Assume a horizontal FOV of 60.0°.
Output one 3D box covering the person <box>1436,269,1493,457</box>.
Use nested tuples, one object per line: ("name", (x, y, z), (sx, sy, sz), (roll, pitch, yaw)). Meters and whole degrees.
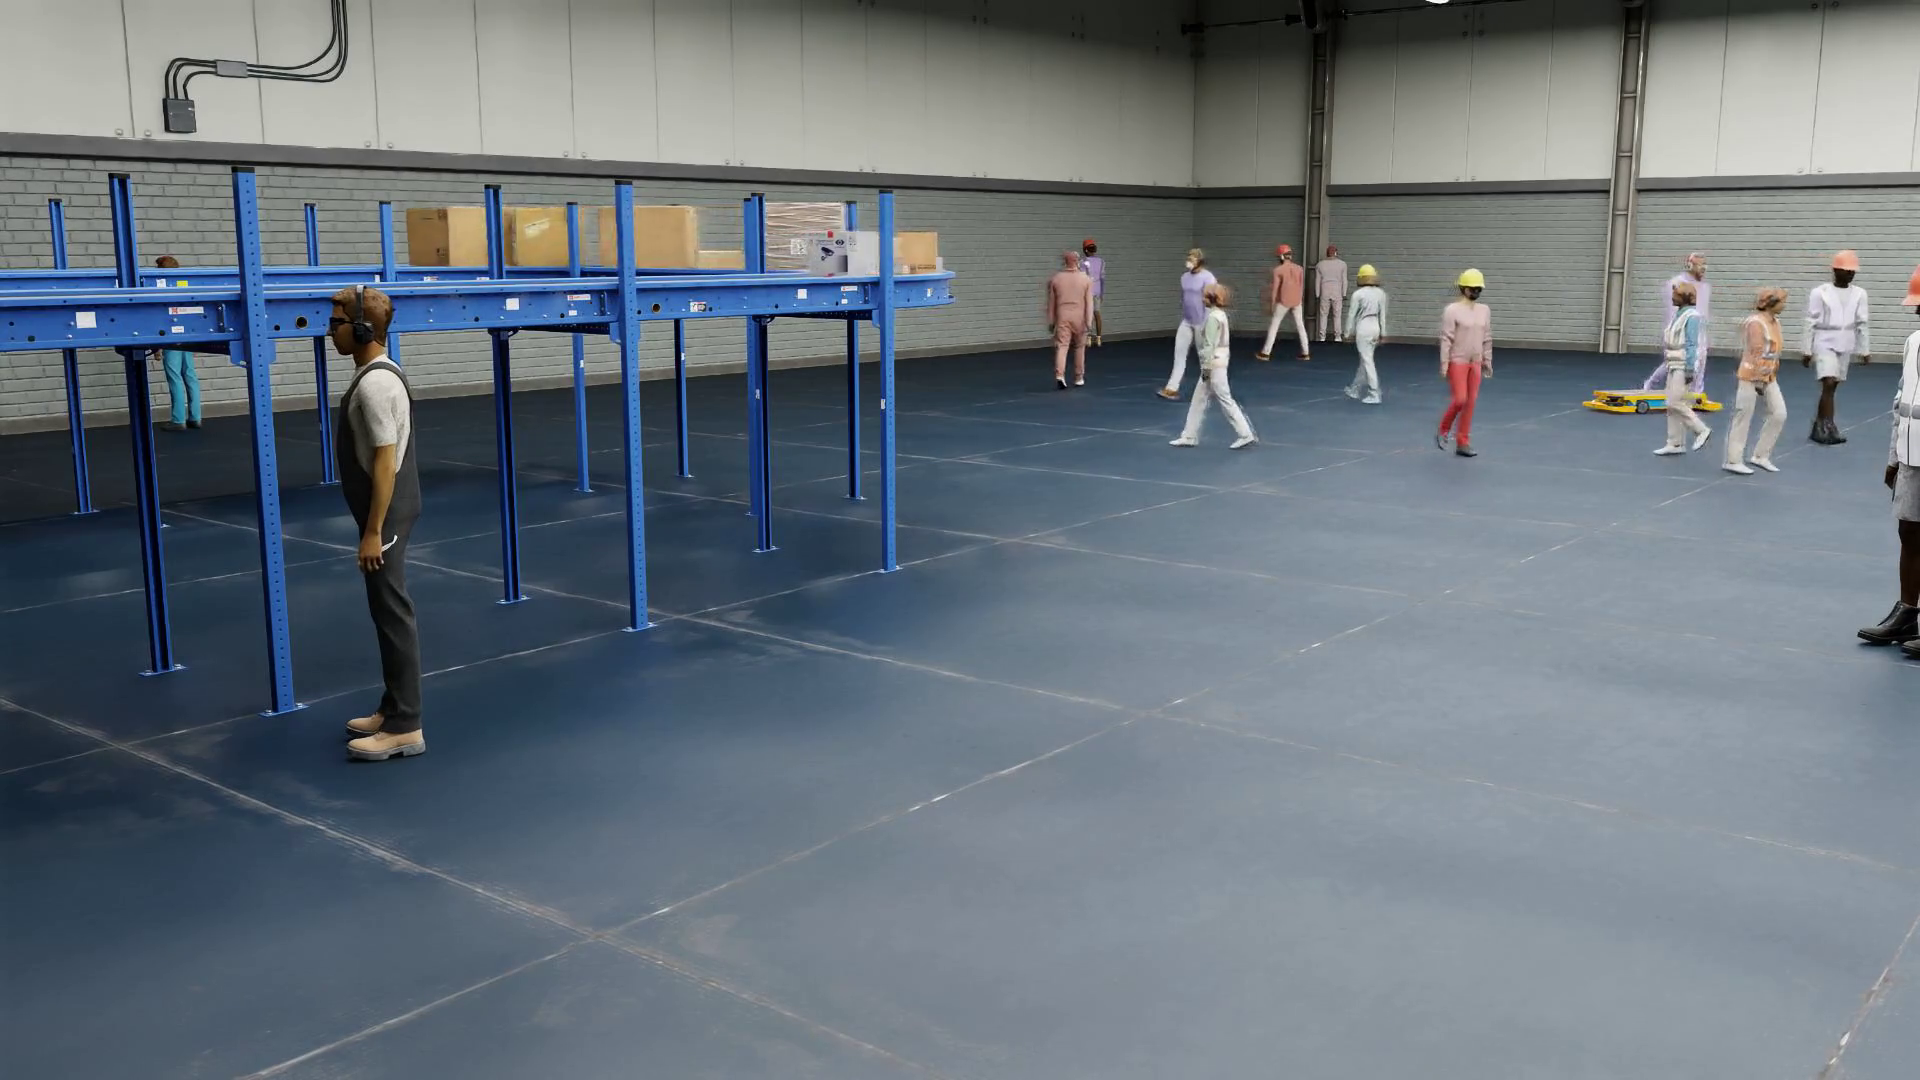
("person", (4.763, -1.660, 15.609), (0.525, 1.755, 0.359), (-5, 11, -24))

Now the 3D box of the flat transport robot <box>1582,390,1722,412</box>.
("flat transport robot", (8.265, -1.669, 19.868), (1.431, 0.197, 0.652), (-2, 10, -11))

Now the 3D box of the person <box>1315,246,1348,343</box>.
("person", (7.362, -4.873, 32.992), (0.636, 1.902, 0.406), (3, 11, 17))

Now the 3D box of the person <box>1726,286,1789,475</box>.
("person", (6.932, -1.369, 14.348), (0.538, 1.617, 0.528), (-8, 13, -37))

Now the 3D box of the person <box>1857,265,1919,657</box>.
("person", (4.710, -0.394, 8.100), (0.384, 1.924, 0.551), (-2, 10, -10))

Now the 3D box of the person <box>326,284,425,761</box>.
("person", (-2.298, -0.073, 6.547), (0.345, 1.846, 0.507), (-3, 11, -18))

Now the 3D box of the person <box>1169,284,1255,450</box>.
("person", (2.492, -1.687, 16.168), (0.839, 1.599, 0.525), (2, 11, 13))

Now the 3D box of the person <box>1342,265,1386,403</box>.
("person", (5.043, -2.587, 20.856), (0.504, 1.698, 0.875), (-5, 11, -25))

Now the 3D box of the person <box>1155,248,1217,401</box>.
("person", (2.846, -2.676, 20.786), (0.900, 1.906, 0.655), (-7, 13, -35))

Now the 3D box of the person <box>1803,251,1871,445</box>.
("person", (8.679, -1.880, 16.376), (0.567, 1.897, 0.900), (0, 10, 0))

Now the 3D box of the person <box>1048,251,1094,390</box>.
("person", (1.514, -3.010, 22.768), (0.650, 1.865, 0.994), (3, 11, 14))

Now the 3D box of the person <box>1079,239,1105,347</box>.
("person", (2.464, -4.702, 31.682), (0.609, 2.030, 0.410), (-7, 12, -35))

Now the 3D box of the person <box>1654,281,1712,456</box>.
("person", (6.780, -1.597, 15.582), (0.420, 1.632, 0.529), (1, 10, 4))

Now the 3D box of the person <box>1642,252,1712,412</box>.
("person", (8.667, -2.503, 19.924), (0.653, 1.881, 0.835), (-4, 11, -23))

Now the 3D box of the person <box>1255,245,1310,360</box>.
("person", (5.483, -4.024, 28.219), (0.802, 1.943, 0.573), (-4, 11, -20))

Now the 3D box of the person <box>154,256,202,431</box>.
("person", (-8.363, -2.099, 17.773), (0.375, 1.841, 0.572), (3, 11, 16))
